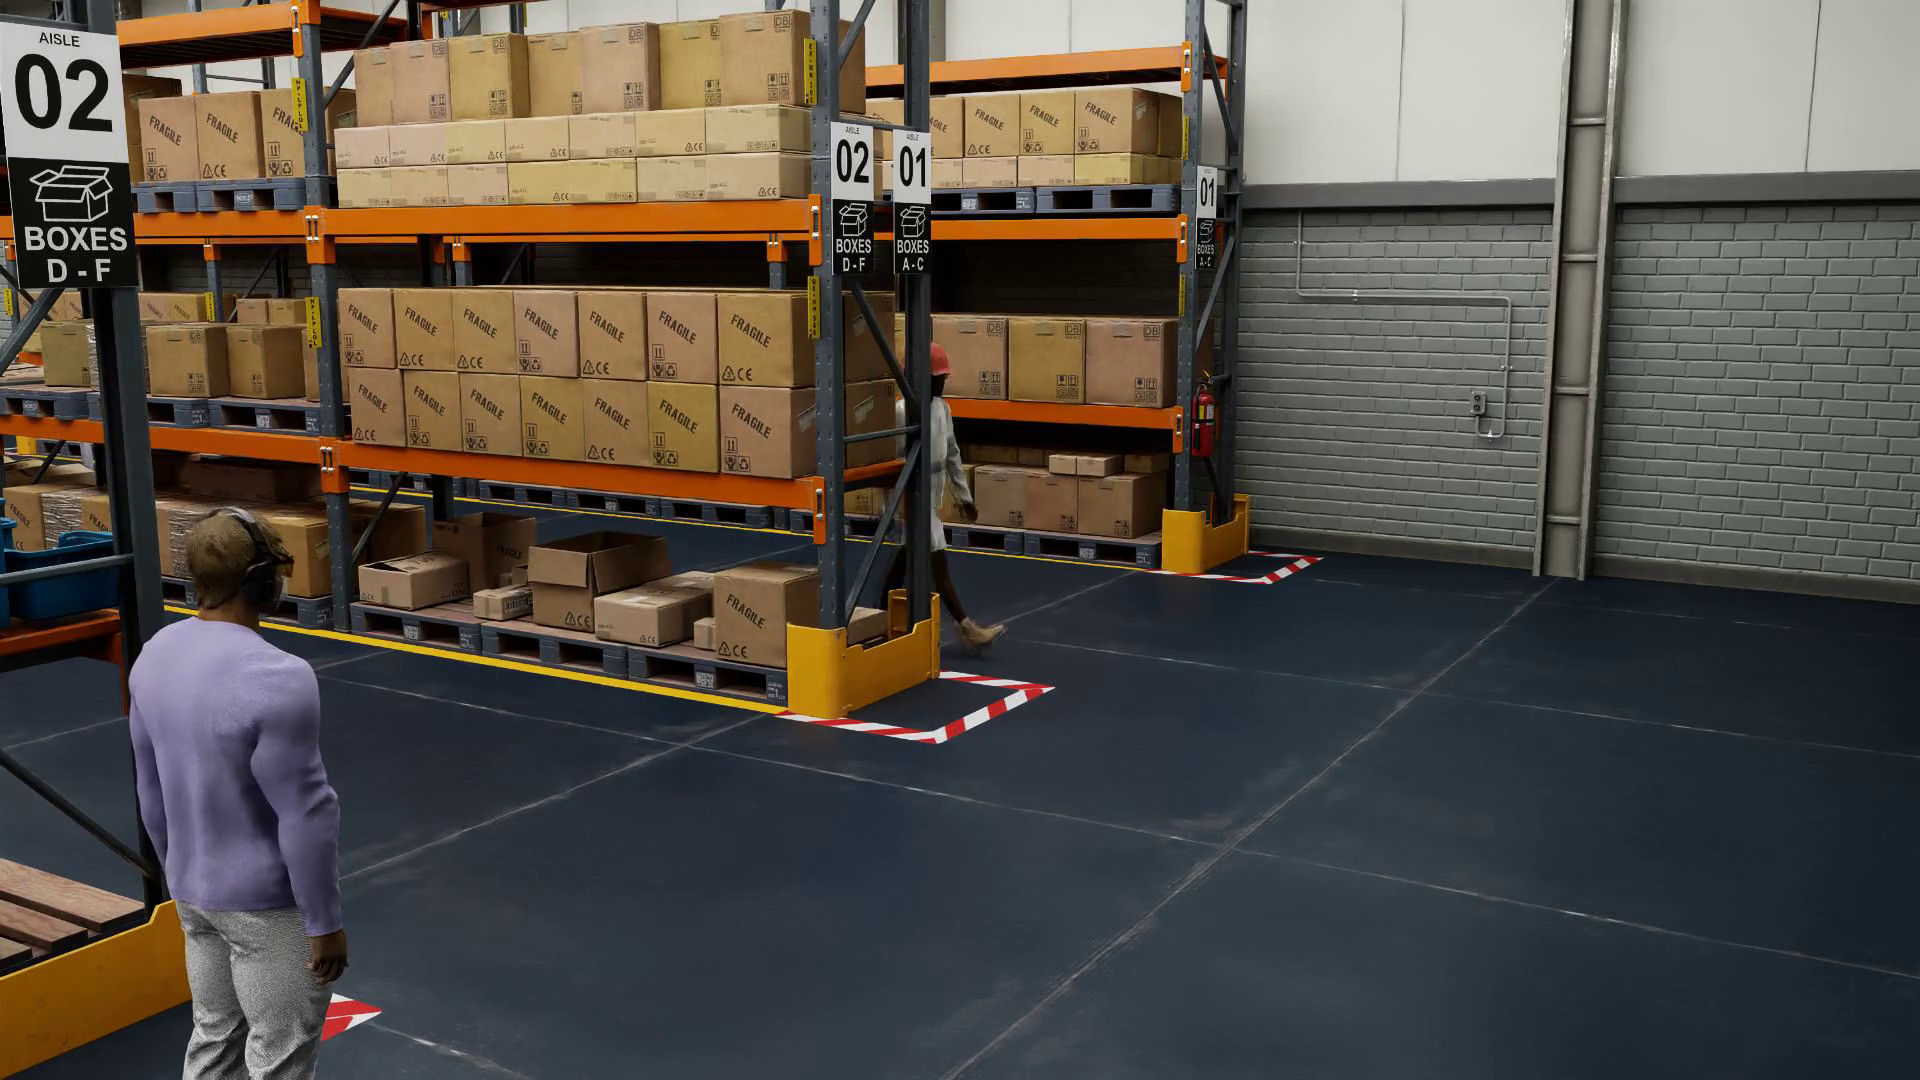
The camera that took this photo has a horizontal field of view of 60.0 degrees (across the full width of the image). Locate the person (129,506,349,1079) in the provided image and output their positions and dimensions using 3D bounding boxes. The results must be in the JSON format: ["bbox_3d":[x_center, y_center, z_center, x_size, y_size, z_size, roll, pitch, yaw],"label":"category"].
[{"bbox_3d":[-1.740,0.878,4.097,0.637,1.937,0.357,6,11,32],"label":"person"}]

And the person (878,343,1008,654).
[{"bbox_3d":[-0.167,-0.260,10.626,1.076,1.976,0.625,5,11,26],"label":"person"}]

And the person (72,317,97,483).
[{"bbox_3d":[-9.612,-1.509,18.276,0.313,1.869,0.539,4,11,23],"label":"person"}]
